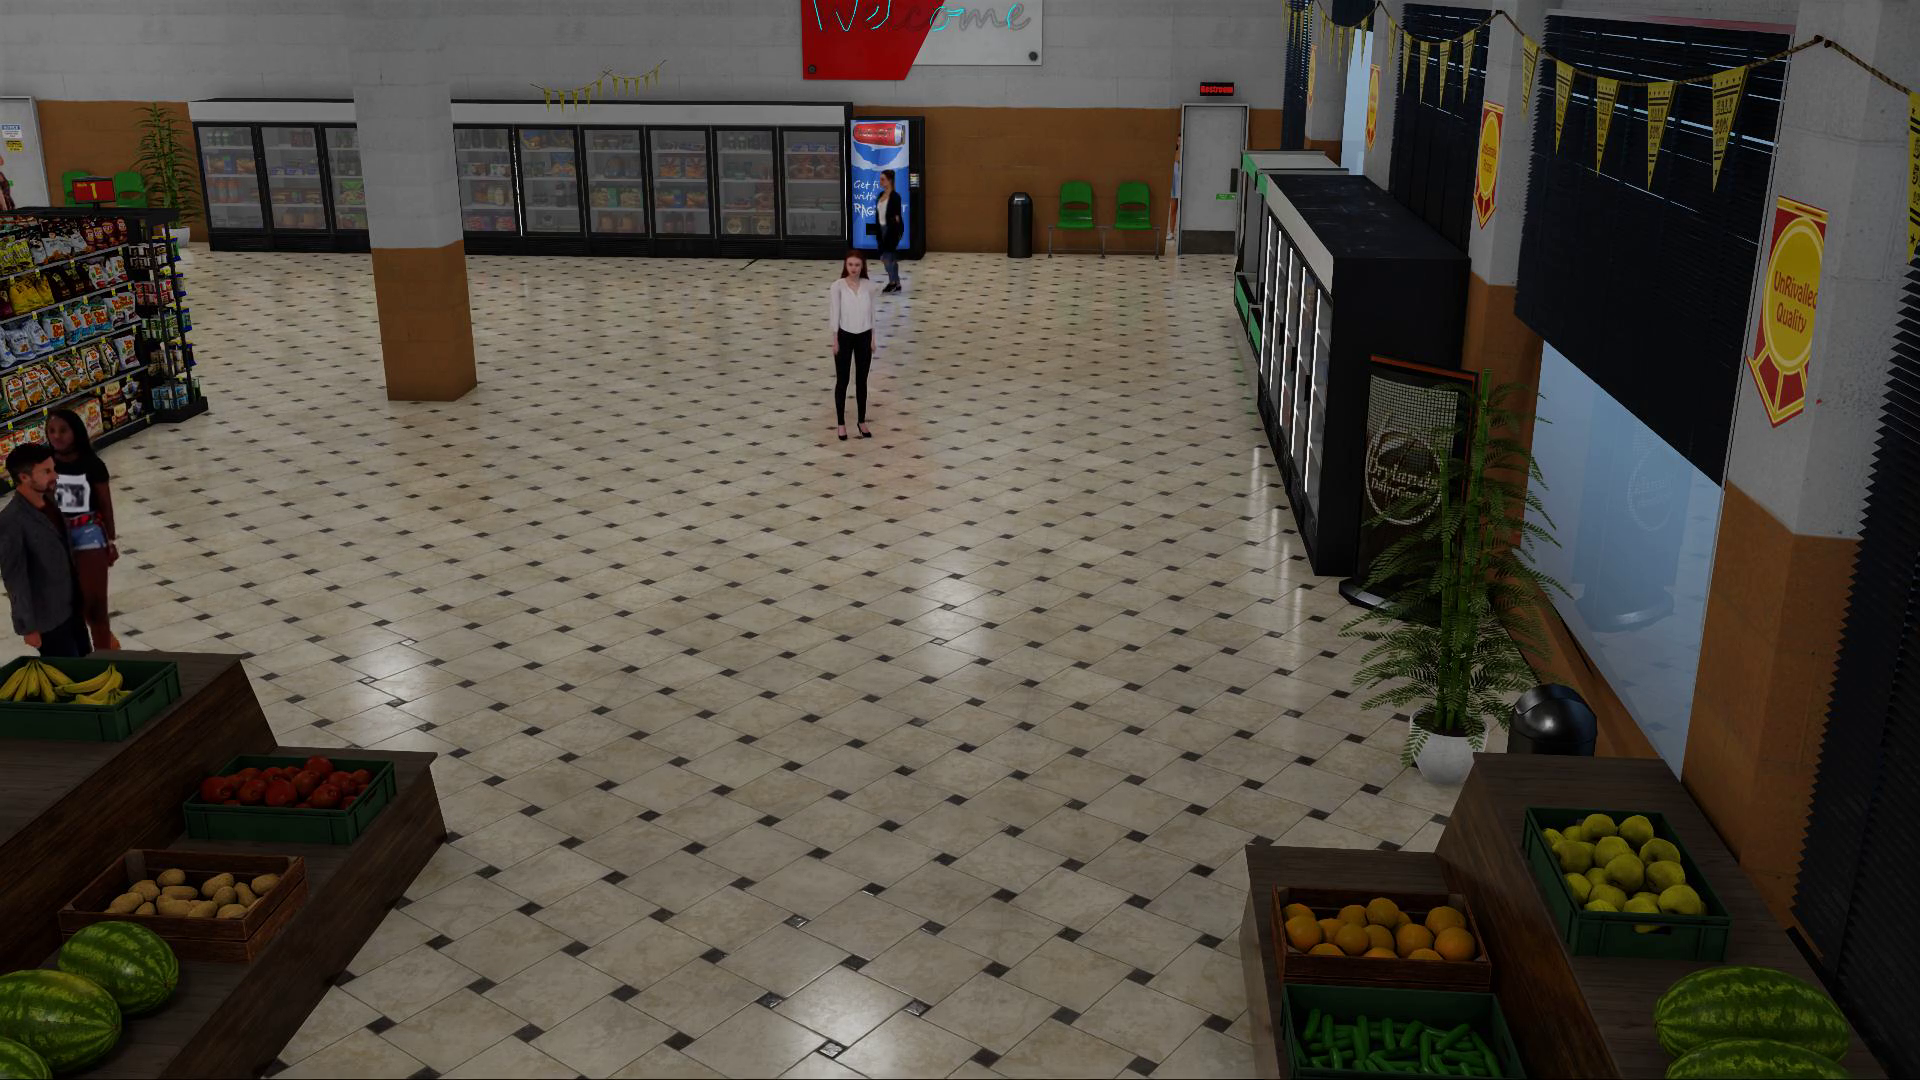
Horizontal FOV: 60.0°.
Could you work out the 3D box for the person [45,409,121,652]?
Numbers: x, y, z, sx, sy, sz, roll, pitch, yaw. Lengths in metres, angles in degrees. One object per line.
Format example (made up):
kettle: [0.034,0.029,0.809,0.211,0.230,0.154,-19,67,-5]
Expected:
person: [-5.282,0.049,9.991,0.711,1.697,1.085,-1,19,-4]

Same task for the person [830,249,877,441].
person: [-0.989,-1.819,15.428,0.661,1.762,0.649,-7,20,-20]

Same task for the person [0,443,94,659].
person: [-4.861,0.392,8.735,0.903,1.849,1.016,-3,19,-8]

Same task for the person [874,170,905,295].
person: [-0.880,-4.157,22.506,0.871,1.669,0.810,-14,23,-36]
